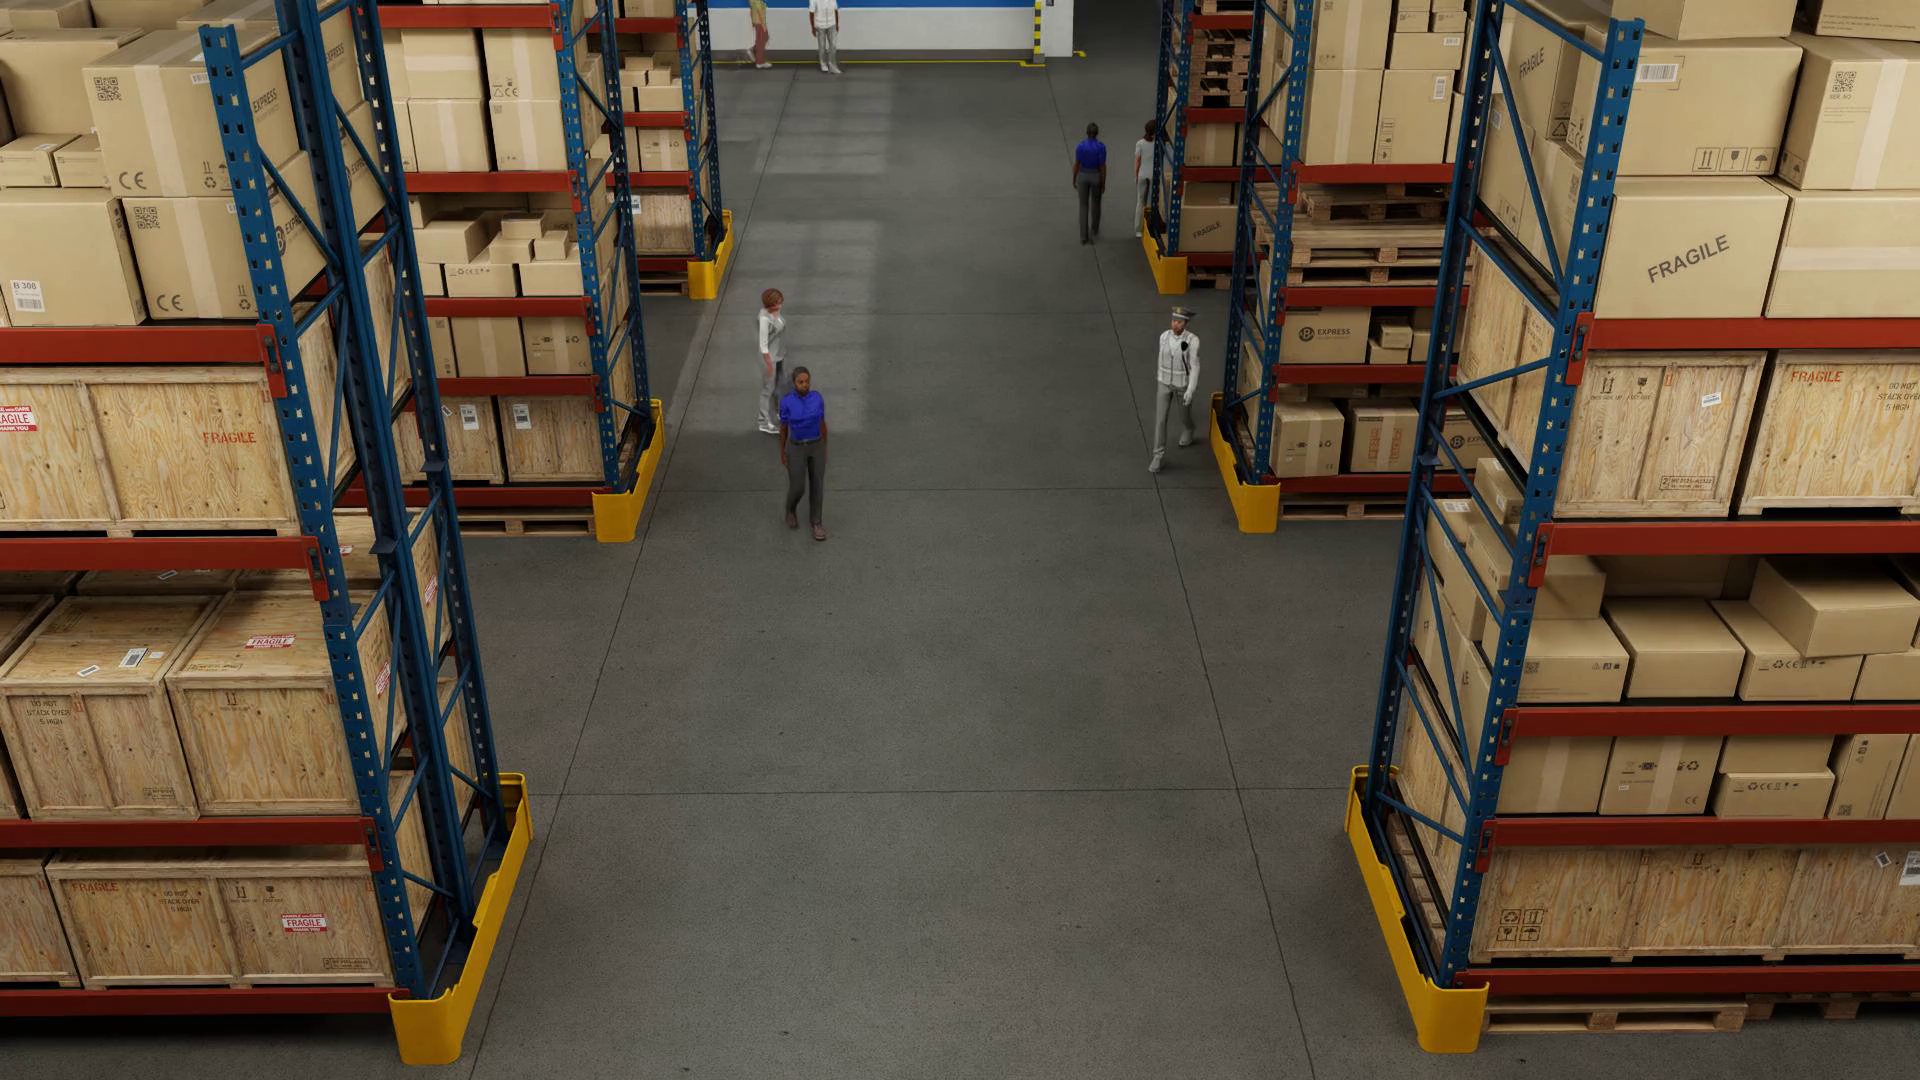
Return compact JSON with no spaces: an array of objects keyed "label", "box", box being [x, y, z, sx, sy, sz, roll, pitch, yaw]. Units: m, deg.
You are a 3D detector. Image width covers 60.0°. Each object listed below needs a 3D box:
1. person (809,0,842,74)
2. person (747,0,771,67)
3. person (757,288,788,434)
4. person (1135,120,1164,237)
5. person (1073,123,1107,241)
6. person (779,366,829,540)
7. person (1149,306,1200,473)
[{"label":"person","box":[-2.648,-10.065,32.596,0.604,1.767,0.611,-8,29,-15]},{"label":"person","box":[-3.997,-10.242,33.011,0.501,1.672,0.480,-12,31,-22]},{"label":"person","box":[-1.970,-1.944,17.661,0.404,1.596,0.567,4,29,8]},{"label":"person","box":[2.686,-5.111,23.512,0.434,1.670,0.389,12,30,21]},{"label":"person","box":[1.824,-5.093,23.503,0.450,1.651,0.726,0,28,0]},{"label":"person","box":[-1.442,-0.829,15.545,0.446,1.660,0.513,-11,30,-20]},{"label":"person","box":[2.218,-1.603,16.984,0.477,1.661,0.924,12,30,20]}]
